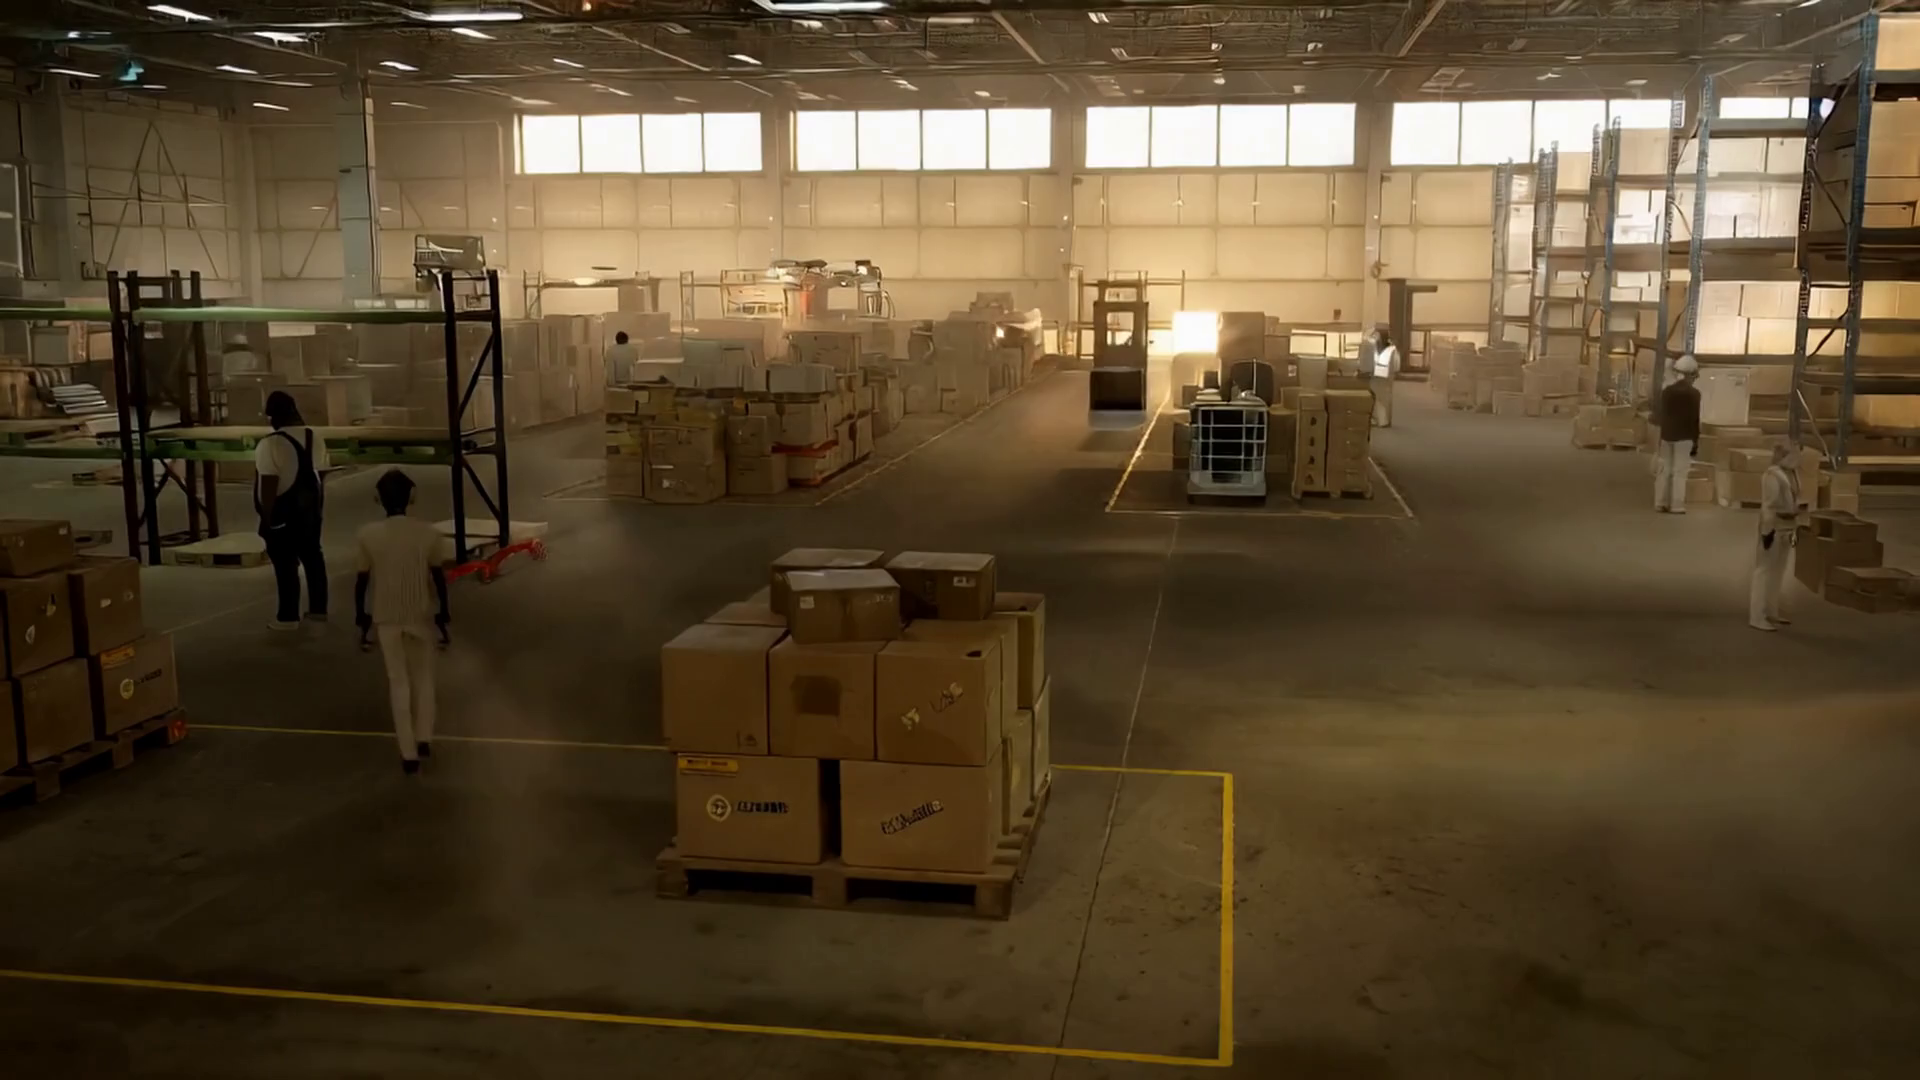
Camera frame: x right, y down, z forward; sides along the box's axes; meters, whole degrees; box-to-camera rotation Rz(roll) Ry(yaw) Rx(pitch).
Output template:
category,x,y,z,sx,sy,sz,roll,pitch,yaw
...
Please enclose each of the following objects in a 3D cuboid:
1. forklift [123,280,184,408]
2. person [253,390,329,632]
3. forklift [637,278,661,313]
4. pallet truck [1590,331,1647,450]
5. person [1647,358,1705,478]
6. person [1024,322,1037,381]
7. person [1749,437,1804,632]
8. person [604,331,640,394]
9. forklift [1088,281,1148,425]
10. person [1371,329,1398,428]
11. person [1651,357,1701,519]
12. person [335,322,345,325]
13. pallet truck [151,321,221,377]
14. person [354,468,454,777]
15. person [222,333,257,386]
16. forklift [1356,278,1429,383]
category,x,y,z,sx,sy,sz,roll,pitch,yaw
forklift,-18.101,-4.426,37.210,1.129,2.768,1.873,-6,11,-32
person,-5.696,-0.254,14.062,0.536,2.000,0.688,4,10,24
forklift,-8.439,-5.749,45.373,1.873,2.768,1.129,1,9,9
pallet truck,11.253,-2.573,28.499,0.823,1.965,1.885,5,10,27
person,10.516,-1.750,24.136,0.970,1.770,0.636,4,10,23
person,1.927,-5.194,45.799,0.367,1.625,0.539,6,11,32
person,6.917,-0.054,14.072,0.521,1.636,0.311,-8,12,-40
person,-6.163,-2.854,30.436,0.667,1.929,0.409,-3,10,-20
forklift,3.157,-3.740,32.978,1.129,2.768,1.873,1,9,9
person,8.215,-3.126,32.189,0.397,1.911,0.587,-5,11,-29
person,8.844,-1.252,20.416,0.411,1.985,0.608,-3,10,-20
person,-14.639,-4.250,39.097,0.742,1.920,0.637,-3,10,-15
pallet truck,-21.869,-5.598,47.154,0.823,1.965,1.885,4,10,26
person,-3.378,0.485,10.080,0.563,1.850,0.602,-4,10,-21
person,-12.995,-2.774,30.010,0.597,1.905,0.598,-1,9,-9
forklift,11.741,-5.676,44.920,1.873,2.768,1.129,2,9,10
